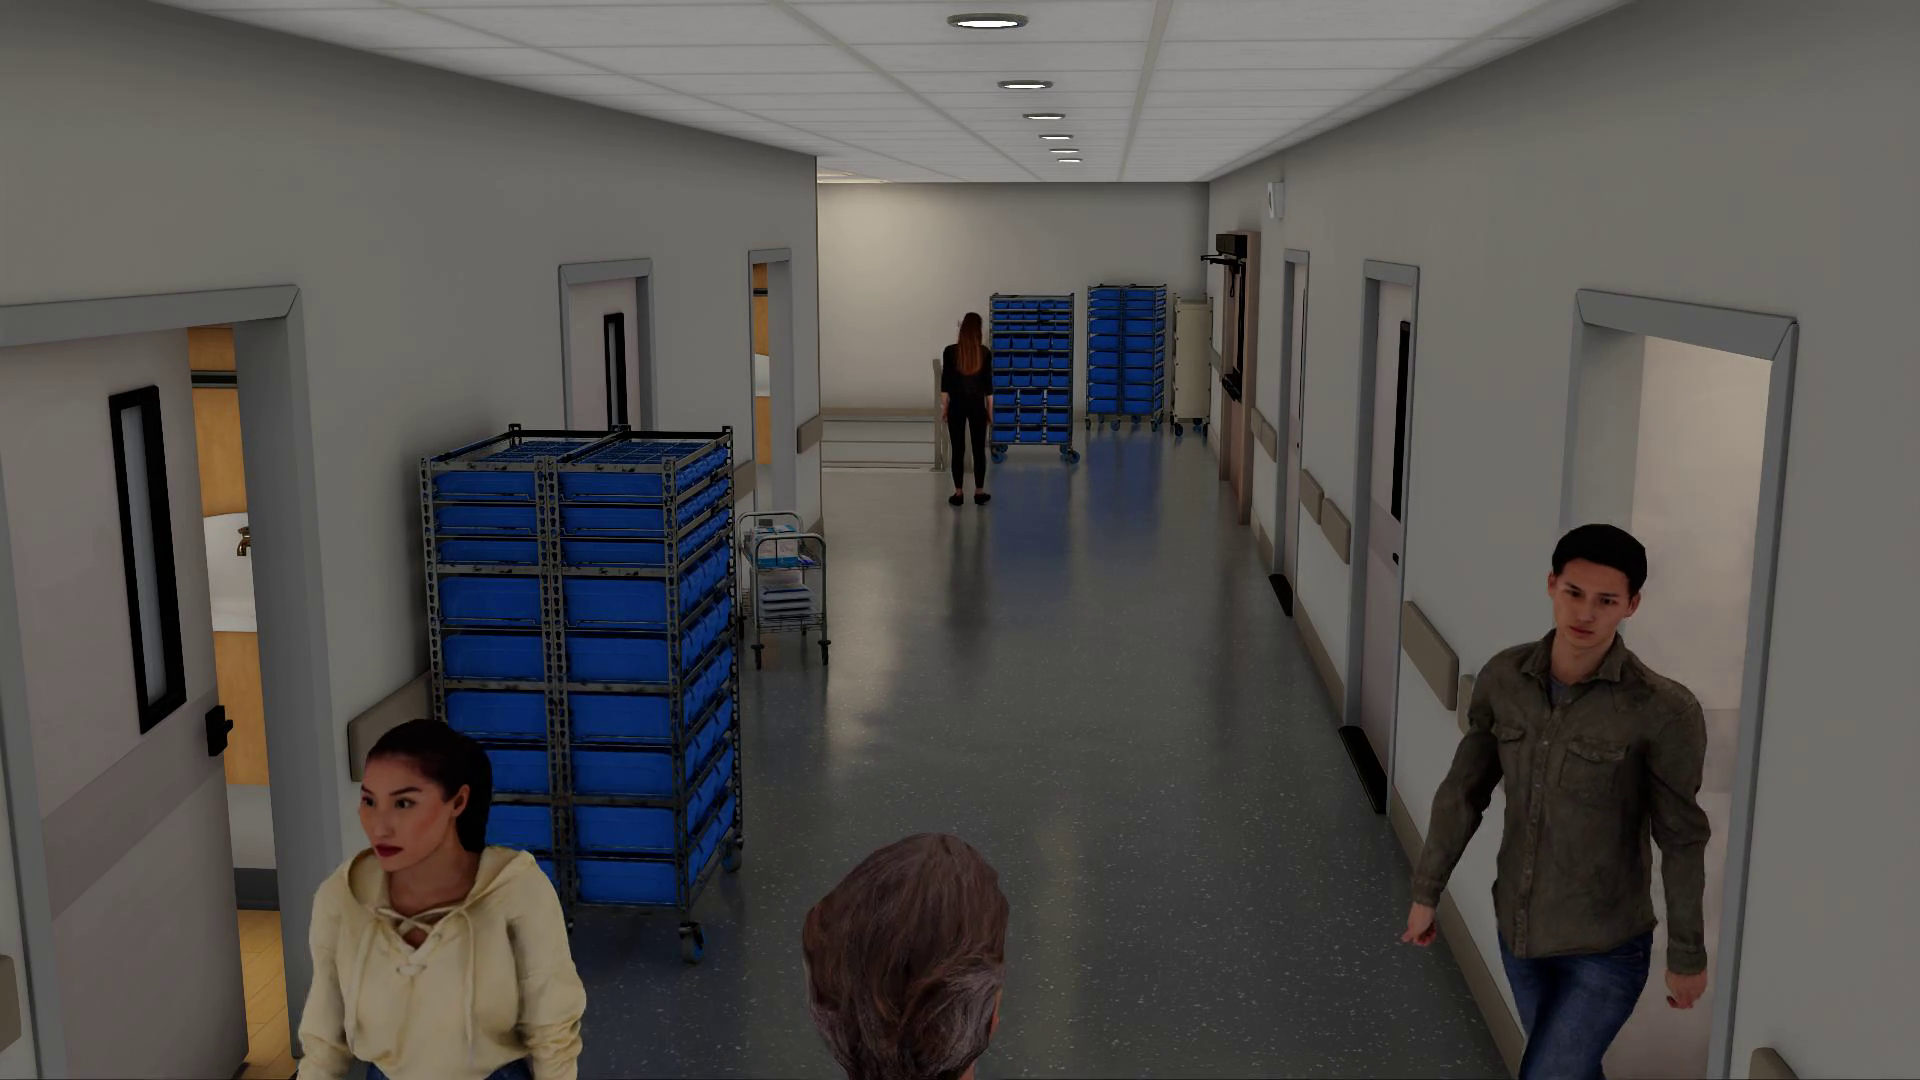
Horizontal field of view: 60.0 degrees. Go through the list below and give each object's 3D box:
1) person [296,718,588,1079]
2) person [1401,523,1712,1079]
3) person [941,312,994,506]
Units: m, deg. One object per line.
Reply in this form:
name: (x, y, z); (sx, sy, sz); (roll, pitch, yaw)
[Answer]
person: (-0.913, 1.109, 3.134); (0.737, 1.590, 1.081); (2, 11, 11)
person: (1.448, 0.875, 3.765); (1.192, 1.814, 1.209); (-6, 12, -28)
person: (0.066, -1.168, 14.815); (0.643, 1.707, 0.562); (-1, 11, -6)
